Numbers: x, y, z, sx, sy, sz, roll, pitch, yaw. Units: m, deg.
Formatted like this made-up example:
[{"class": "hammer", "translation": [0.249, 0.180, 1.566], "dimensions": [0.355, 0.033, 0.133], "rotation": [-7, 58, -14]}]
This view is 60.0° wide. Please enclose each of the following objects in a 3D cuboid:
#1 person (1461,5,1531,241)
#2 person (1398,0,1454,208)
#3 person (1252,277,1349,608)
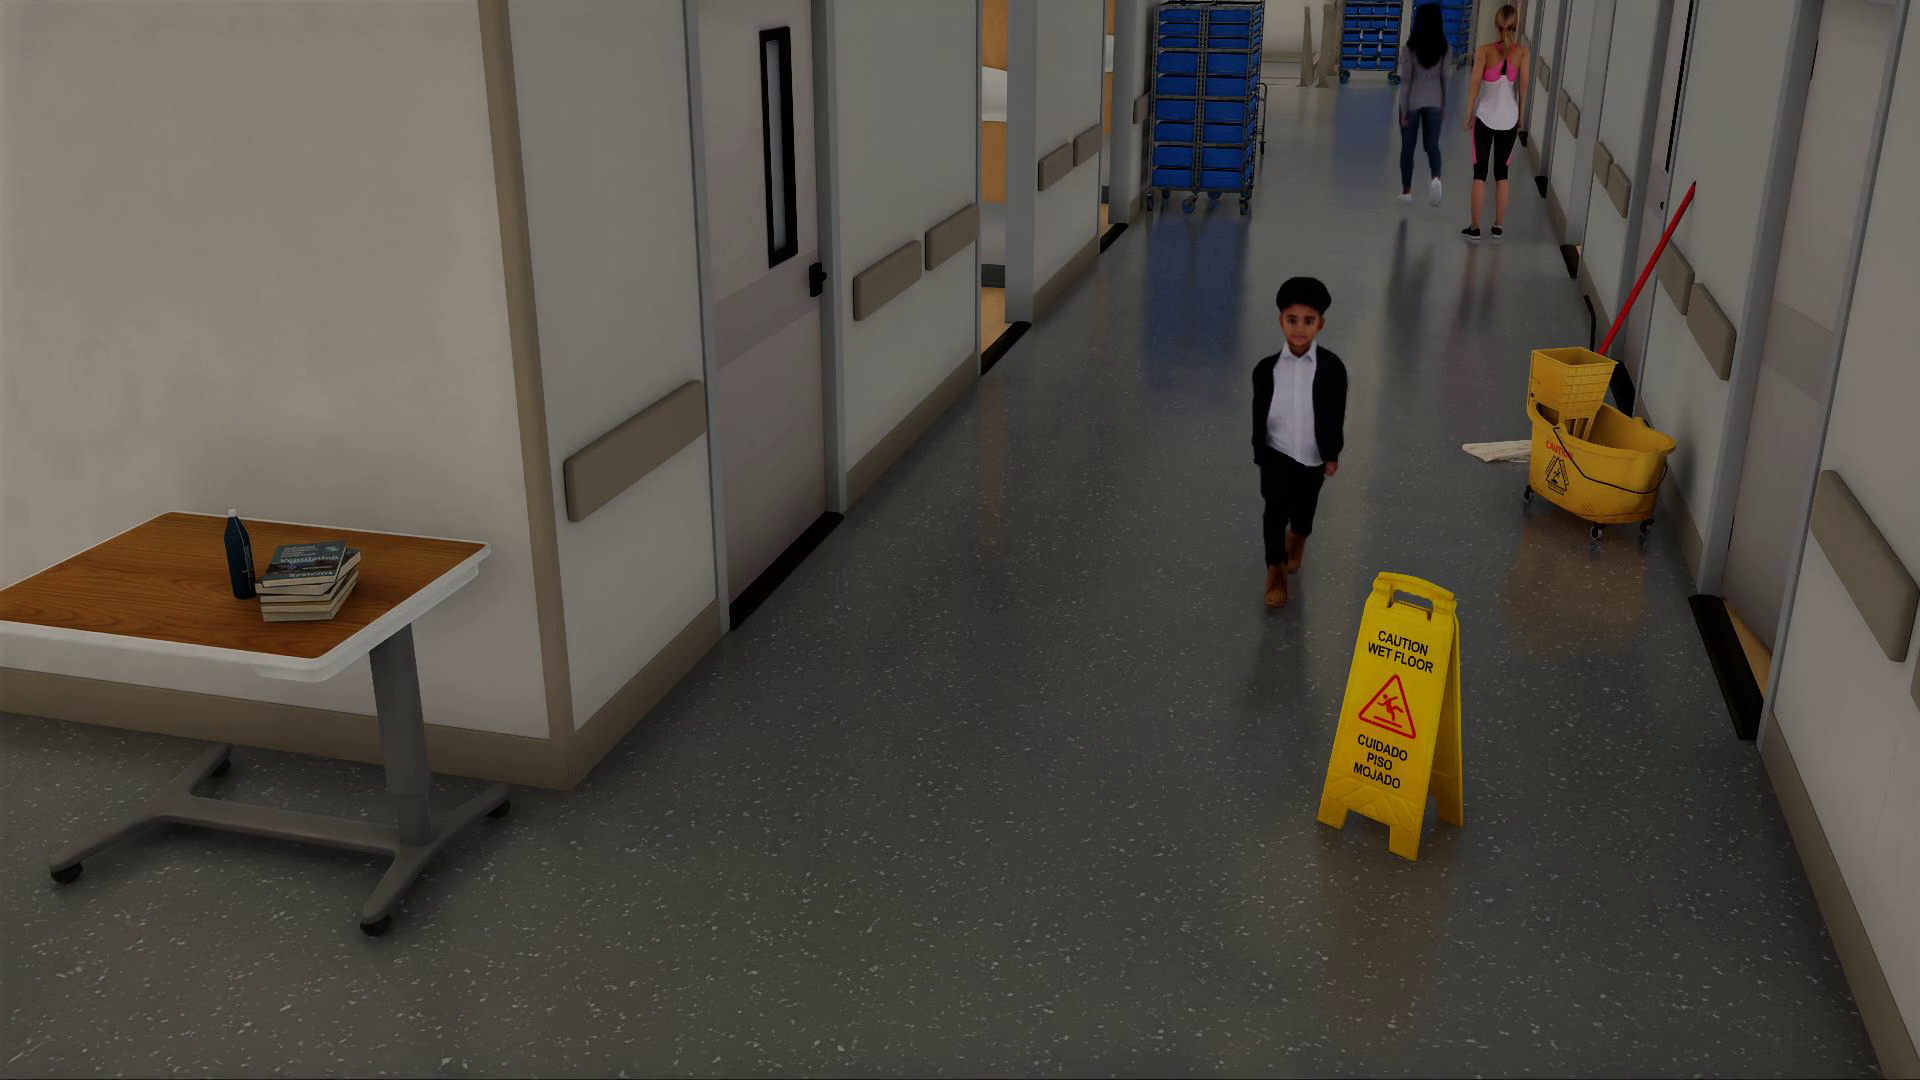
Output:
[{"class": "person", "translation": [4.208, -3.276, 13.083], "dimensions": [0.664, 1.787, 0.607], "rotation": [0, 21, 0]}, {"class": "person", "translation": [4.016, -3.701, 14.317], "dimensions": [0.779, 1.708, 1.137], "rotation": [0, 21, 0]}, {"class": "person", "translation": [1.277, -0.390, 6.283], "dimensions": [0.504, 1.206, 0.837], "rotation": [5, 21, 13]}]
